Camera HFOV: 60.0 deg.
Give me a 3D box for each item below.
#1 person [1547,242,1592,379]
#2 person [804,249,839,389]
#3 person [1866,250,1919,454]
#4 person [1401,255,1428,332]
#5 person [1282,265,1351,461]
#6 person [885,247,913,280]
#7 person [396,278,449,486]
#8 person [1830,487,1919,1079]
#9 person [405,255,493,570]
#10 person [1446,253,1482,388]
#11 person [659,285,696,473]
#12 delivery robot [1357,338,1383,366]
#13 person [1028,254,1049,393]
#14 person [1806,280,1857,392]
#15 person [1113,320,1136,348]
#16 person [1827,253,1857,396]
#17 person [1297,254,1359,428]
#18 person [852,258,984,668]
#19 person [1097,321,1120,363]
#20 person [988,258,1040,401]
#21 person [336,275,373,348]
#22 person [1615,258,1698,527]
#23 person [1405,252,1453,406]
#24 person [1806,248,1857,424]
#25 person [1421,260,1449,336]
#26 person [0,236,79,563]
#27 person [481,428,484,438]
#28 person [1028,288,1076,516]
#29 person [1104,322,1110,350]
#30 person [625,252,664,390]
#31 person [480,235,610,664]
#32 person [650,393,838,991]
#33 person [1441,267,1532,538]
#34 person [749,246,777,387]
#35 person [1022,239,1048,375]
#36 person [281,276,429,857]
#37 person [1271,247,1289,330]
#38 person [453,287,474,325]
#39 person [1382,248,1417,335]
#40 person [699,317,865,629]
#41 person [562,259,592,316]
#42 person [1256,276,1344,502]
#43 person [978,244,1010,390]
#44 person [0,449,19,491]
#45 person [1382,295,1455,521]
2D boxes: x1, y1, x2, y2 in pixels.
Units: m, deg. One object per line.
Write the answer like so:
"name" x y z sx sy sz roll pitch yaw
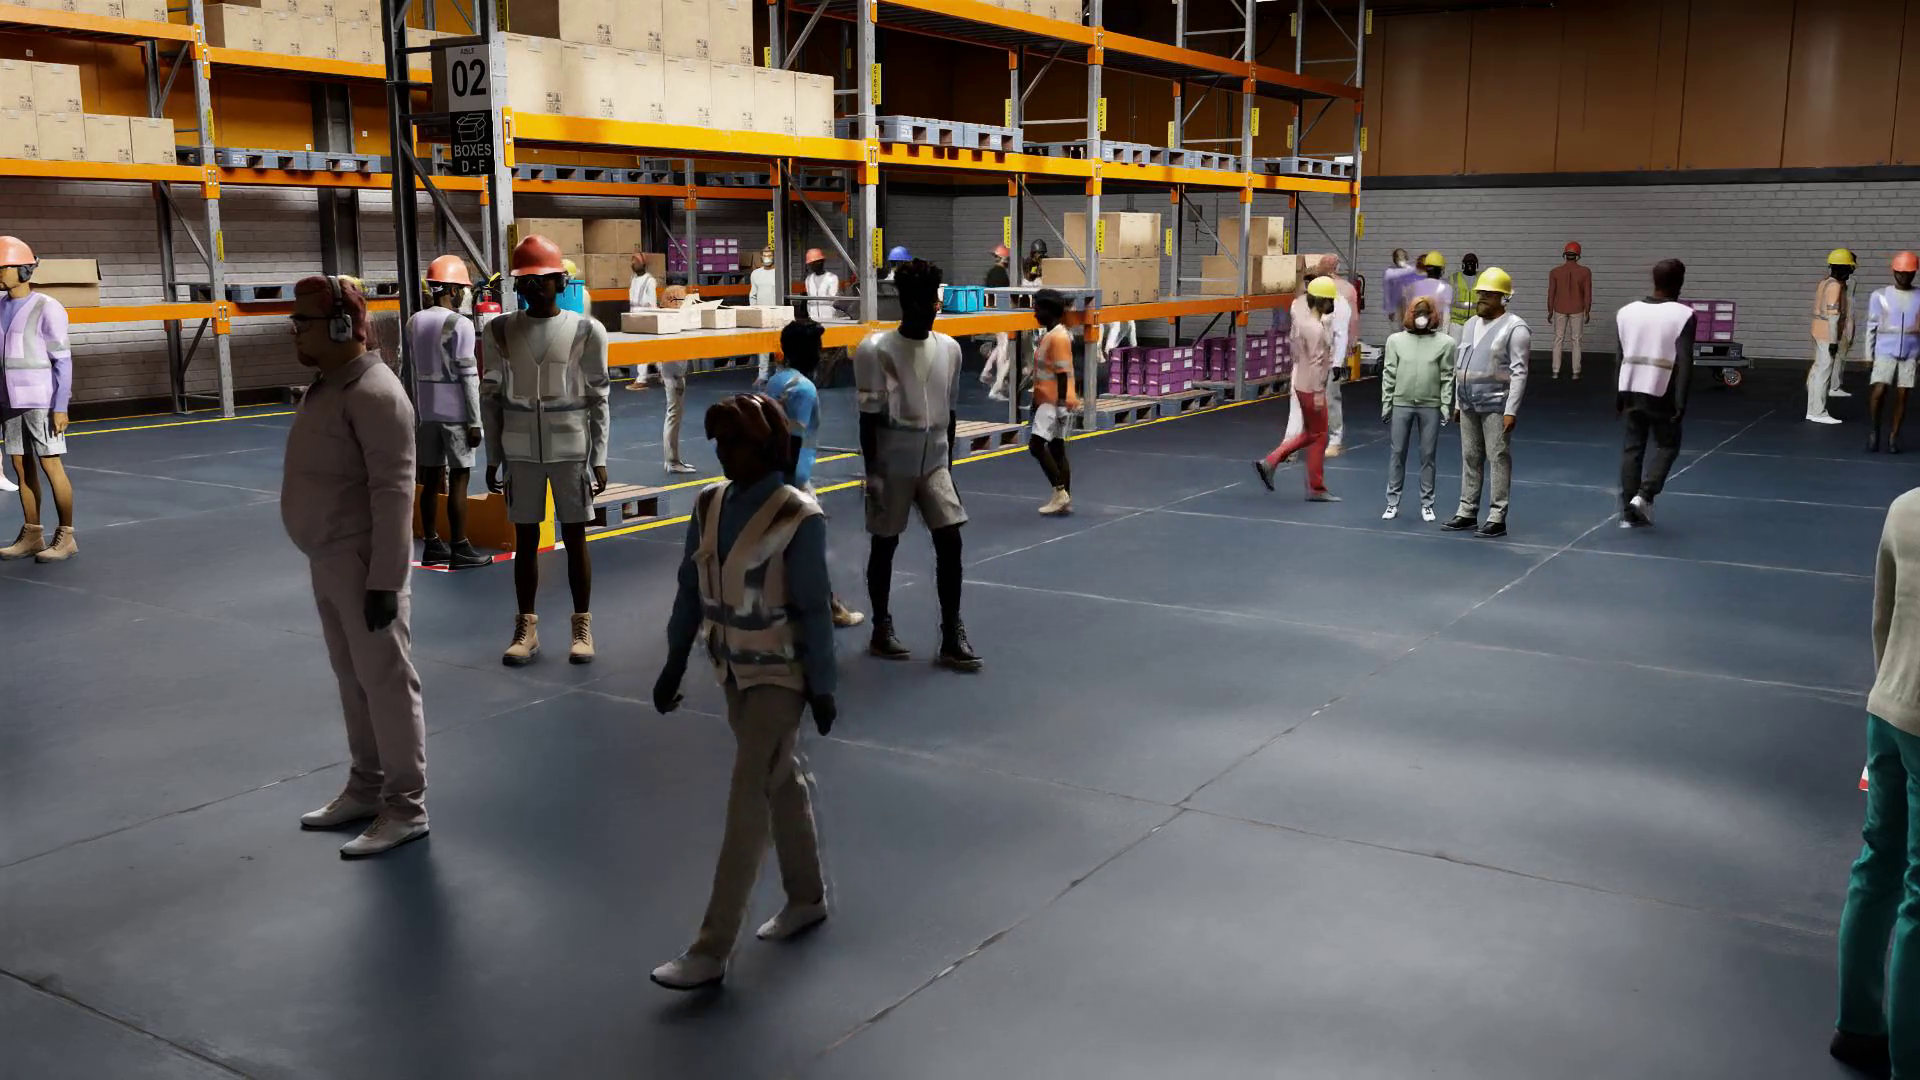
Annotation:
"person" 8.910 -3.352 24.326 0.611 1.996 0.378 5 11 26
"person" -1.909 -2.975 22.535 0.541 1.890 0.762 4 11 20
"person" 8.863 -1.755 15.693 0.548 1.924 0.466 4 11 20
"person" 6.613 -3.147 23.722 0.571 1.811 0.886 6 12 31
"person" 3.285 -1.621 15.312 0.637 1.792 0.960 8 13 38
"person" -0.775 -2.641 20.566 0.411 1.939 0.654 -1 10 -4
"person" -4.410 -1.286 13.580 0.493 1.743 0.313 6 12 30
"person" 2.313 0.456 3.884 0.328 1.762 0.522 1 10 3
"person" -3.140 -0.780 10.268 0.541 1.932 0.381 6 12 30
"person" 6.945 -2.999 22.800 0.621 1.845 0.429 2 10 8
"person" -2.474 -1.399 14.511 0.263 1.631 0.507 -2 11 -13
"delivery robot" 5.989 -2.796 24.983 0.707 0.478 0.477 4 11 21
"person" 1.169 -2.899 22.254 0.517 1.846 0.801 5 12 28
"person" 11.277 -2.646 21.503 0.733 1.608 0.511 -8 13 -38
"person" 2.838 -4.026 28.493 0.581 1.853 0.919 -8 13 -39
"person" 11.419 -2.790 21.600 0.319 1.861 0.506 -2 10 -10
"person" 4.017 -2.173 18.155 0.669 1.862 0.931 4 11 22
"person" -0.197 -0.341 7.815 0.619 1.930 0.833 -6 12 -30
"person" 2.397 -3.833 27.445 0.642 1.827 0.432 5 11 24
"person" 0.786 -2.634 20.899 0.974 1.812 0.541 -3 11 -14
"person" -5.434 -1.537 15.064 0.531 1.725 0.900 10 14 44
"person" 4.831 -1.011 11.644 0.446 1.900 0.615 -9 14 -41
"person" 5.634 -2.513 20.016 0.606 1.873 0.986 8 13 38
"person" 9.653 -2.256 18.443 0.385 1.928 0.589 3 11 18
"person" 6.665 -3.087 23.457 0.600 1.776 0.932 4 11 22
"person" -5.873 -0.872 10.453 0.615 2.042 0.376 4 11 19
"person" -4.740 -1.882 17.305 0.516 1.591 0.868 9 14 42
"person" 0.664 -1.000 12.173 0.373 1.681 0.535 0 10 -1
"person" 2.536 -4.393 30.273 0.627 1.934 0.370 -1 10 -7
"person" -4.252 -2.971 22.582 0.634 1.868 0.604 -7 13 -35
"person" -1.973 -0.418 7.940 0.608 2.044 0.373 -1 10 -3
"person" -0.639 0.409 4.585 0.800 1.607 0.518 -9 14 -42
"person" 3.598 -0.938 11.392 0.403 1.837 0.591 -5 11 -27
"person" -2.614 -3.058 22.857 0.631 1.940 0.370 4 11 22
"person" 1.188 -3.502 25.036 0.673 2.000 0.536 -6 12 -28
"person" -2.029 0.087 5.524 0.399 1.908 0.643 -8 13 -37
"person" 5.501 -4.009 28.234 0.409 1.903 0.639 -3 11 -15
"person" -5.347 -2.072 17.719 0.526 1.817 0.404 9 14 41
"person" 6.818 -3.577 25.849 0.672 1.891 0.622 -6 12 -28
"person" -0.957 -0.315 8.505 0.890 1.642 0.546 -6 12 -29
"person" -4.282 -2.181 18.366 0.419 1.811 0.589 -10 14 -44
"person" 2.665 -1.157 12.856 0.592 1.751 0.533 1 10 6
"person" 0.555 -3.012 22.500 0.426 1.972 0.641 -3 11 -14
"person" -7.827 -1.304 13.231 0.406 1.907 0.639 4 11 22
"person" 3.298 -0.948 12.015 0.500 1.632 0.282 3 11 16
